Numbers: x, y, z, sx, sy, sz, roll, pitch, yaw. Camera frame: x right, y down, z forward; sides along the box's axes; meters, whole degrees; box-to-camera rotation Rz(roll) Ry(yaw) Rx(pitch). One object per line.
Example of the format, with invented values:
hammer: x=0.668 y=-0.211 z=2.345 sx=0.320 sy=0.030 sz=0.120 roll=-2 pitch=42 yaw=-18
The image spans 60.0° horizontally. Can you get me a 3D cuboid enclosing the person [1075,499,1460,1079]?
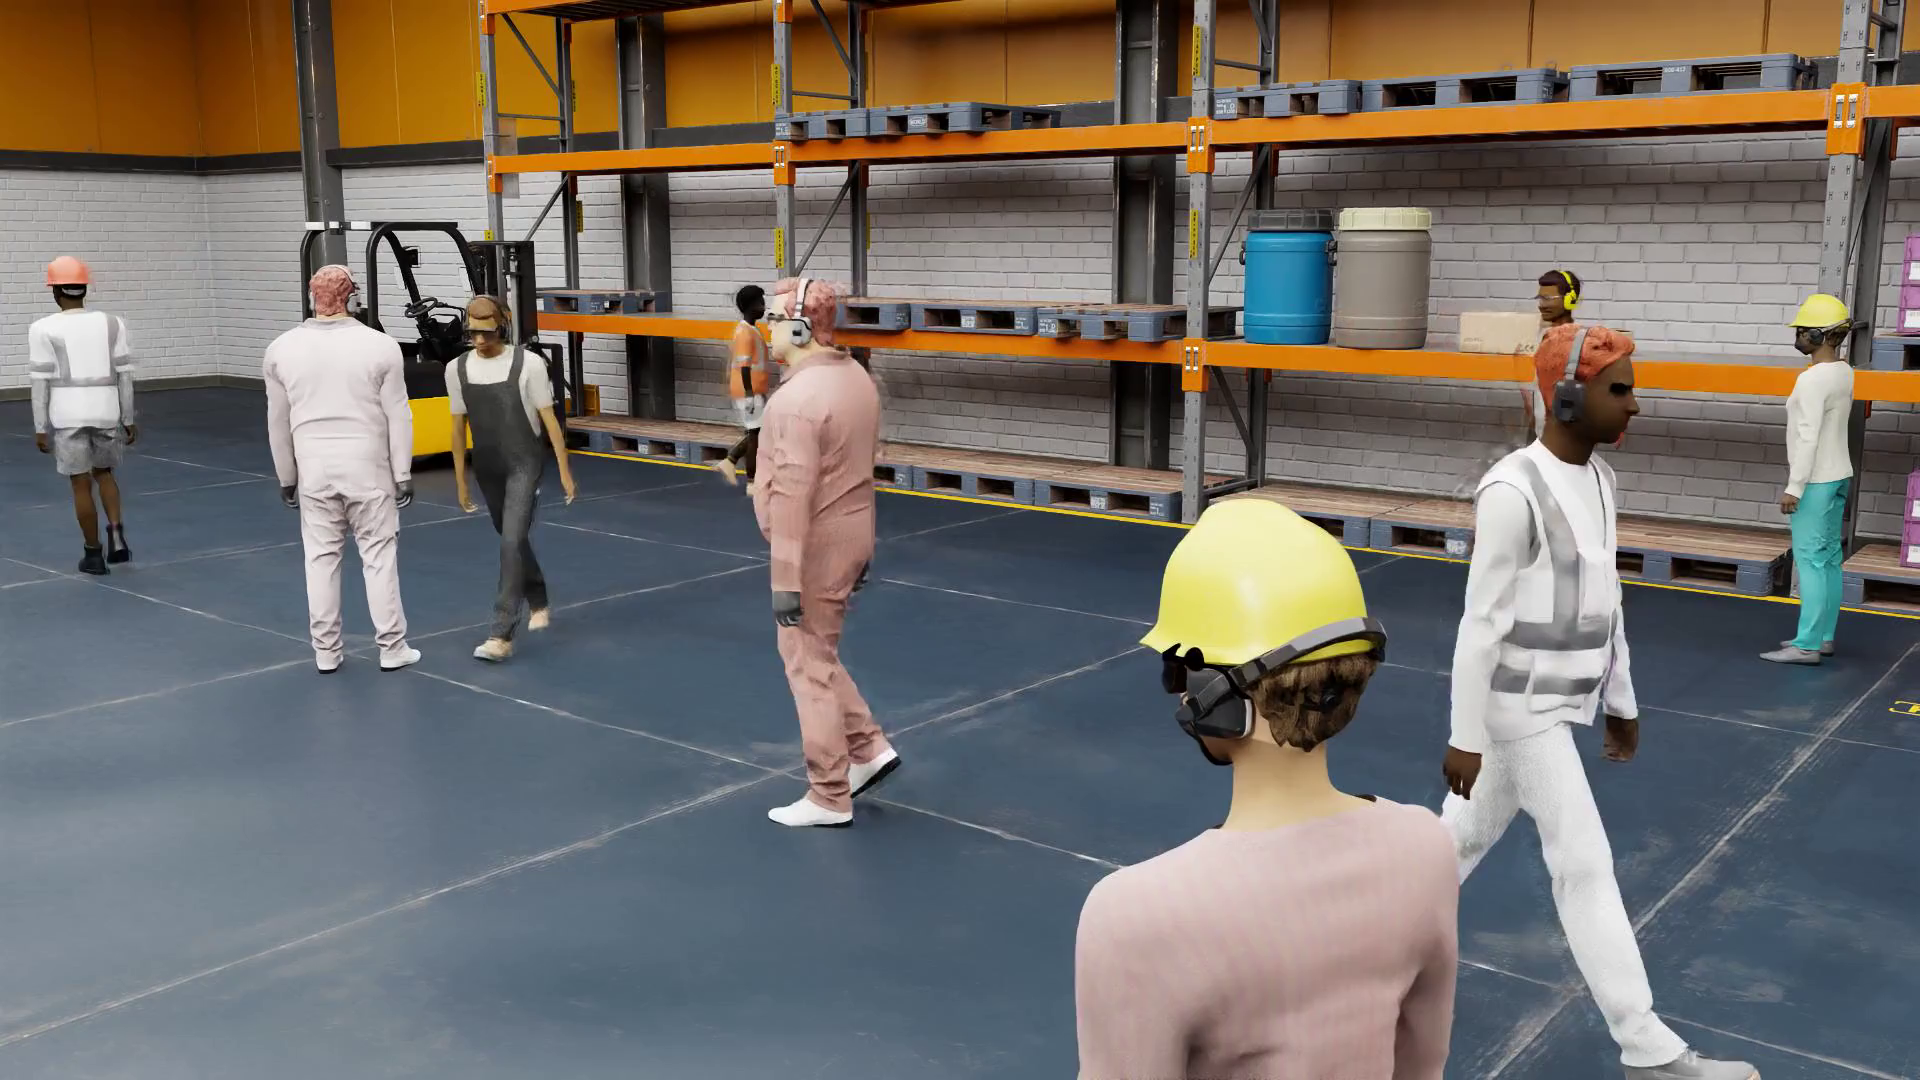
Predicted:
person: x=0.317 y=0.830 z=1.821 sx=0.518 sy=1.756 sz=0.345 roll=-7 pitch=13 yaw=-35

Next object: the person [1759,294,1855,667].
person: x=4.064 y=-0.280 z=7.944 sx=0.526 sy=1.769 sz=0.329 roll=-10 pitch=14 yaw=-43

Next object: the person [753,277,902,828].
person: x=-0.518 y=0.058 z=5.701 sx=0.415 sy=1.898 sz=0.663 roll=3 pitch=11 yaw=18

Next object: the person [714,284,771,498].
person: x=-1.665 y=-1.156 z=13.029 sx=0.428 sy=1.678 sz=0.545 roll=0 pitch=10 yaw=-1

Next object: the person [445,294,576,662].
person: x=-2.220 y=-0.332 z=8.255 sx=0.590 sy=1.767 sz=1.004 roll=2 pitch=10 yaw=10

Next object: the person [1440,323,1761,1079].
person: x=1.417 y=0.398 z=4.024 sx=1.046 sy=1.828 sz=0.590 roll=8 pitch=13 yaw=37

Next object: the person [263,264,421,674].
person: x=-2.869 y=-0.322 z=7.784 sx=0.643 sy=1.910 sz=0.400 roll=-1 pitch=10 yaw=-3

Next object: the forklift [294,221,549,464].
forklift: x=-4.922 y=-1.741 z=14.854 sx=1.214 sy=2.155 sz=2.313 roll=8 pitch=13 yaw=38

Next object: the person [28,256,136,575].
person: x=-5.304 y=-0.742 z=10.049 sx=0.400 sy=1.926 sz=0.566 roll=9 pitch=13 yaw=40

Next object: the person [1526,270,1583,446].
person: x=3.335 y=-0.565 z=9.284 sx=0.328 sy=1.861 sz=0.541 roll=-3 pitch=11 yaw=-18
